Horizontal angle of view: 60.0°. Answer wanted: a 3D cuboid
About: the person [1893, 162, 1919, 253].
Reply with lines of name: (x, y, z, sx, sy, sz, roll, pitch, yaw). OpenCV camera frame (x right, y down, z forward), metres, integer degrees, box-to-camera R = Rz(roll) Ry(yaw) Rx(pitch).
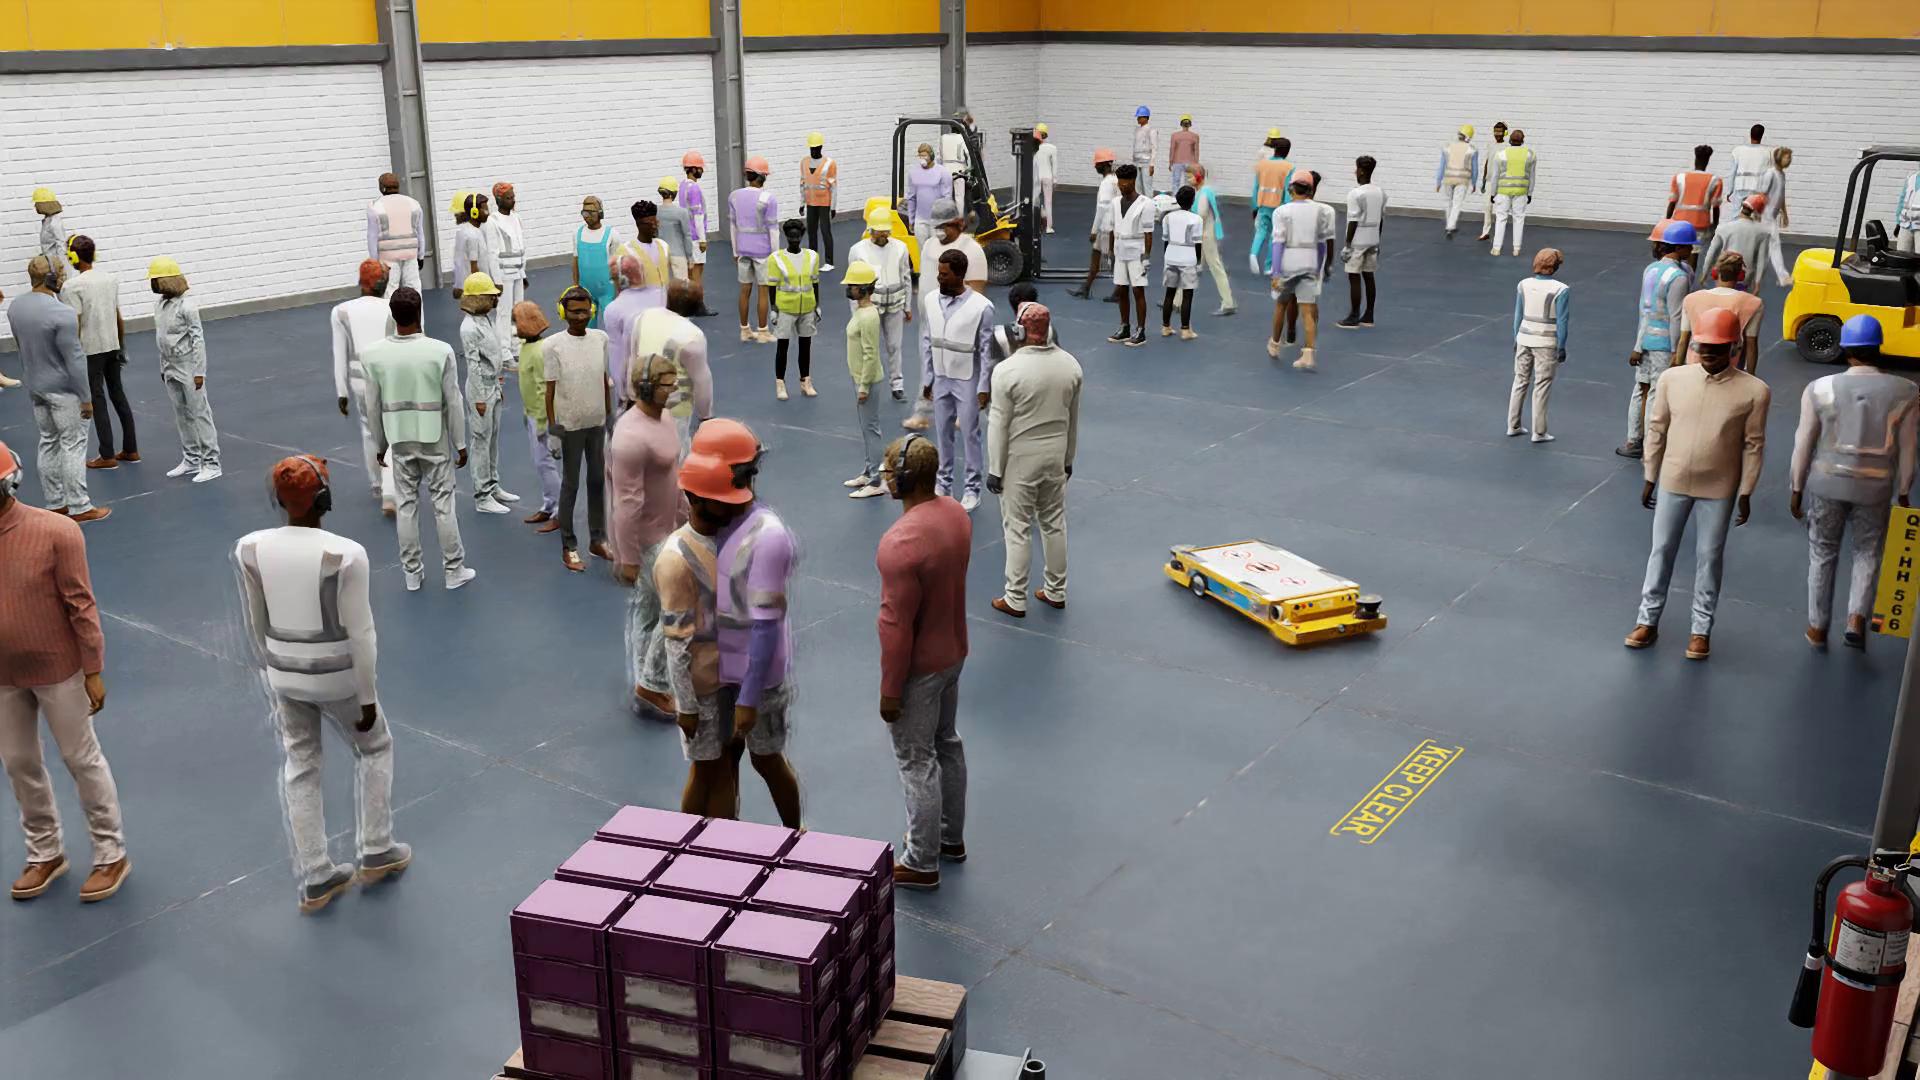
person: (11.882, -3.910, 20.636, 0.384, 1.949, 0.603, -8, 19, -23)

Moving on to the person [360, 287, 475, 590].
person: (-3.379, -0.617, 10.384, 0.587, 1.920, 0.392, -1, 18, -2)

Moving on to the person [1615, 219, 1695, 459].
person: (5.637, -1.617, 13.480, 0.542, 1.939, 0.363, -12, 22, -34)

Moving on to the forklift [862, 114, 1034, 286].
forklift: (-0.171, -4.594, 22.377, 2.313, 2.155, 1.214, 1, 18, 3)

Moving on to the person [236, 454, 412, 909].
person: (-2.590, 0.554, 6.798, 0.572, 1.862, 0.642, 2, 18, 8)

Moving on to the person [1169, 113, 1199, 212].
person: (4.008, -6.738, 29.800, 0.534, 1.752, 0.342, 0, 18, -1)

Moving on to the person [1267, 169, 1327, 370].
person: (3.430, -2.768, 16.996, 0.641, 1.976, 1.048, -3, 18, -10)

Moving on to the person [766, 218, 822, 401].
person: (-1.542, -2.159, 15.558, 0.539, 1.698, 0.319, -9, 20, -26)

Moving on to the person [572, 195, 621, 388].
person: (-3.493, -2.386, 16.036, 0.506, 1.847, 0.343, 4, 18, 11)

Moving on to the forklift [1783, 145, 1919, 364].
forklift: (9.803, -2.879, 17.013, 2.313, 2.155, 1.214, 12, 21, 33)

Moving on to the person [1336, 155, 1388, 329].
person: (4.595, -3.405, 19.028, 0.613, 1.963, 0.361, -13, 22, -36)

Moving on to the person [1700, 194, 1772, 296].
person: (8.156, -2.768, 17.474, 0.576, 1.696, 0.850, 2, 18, 6)

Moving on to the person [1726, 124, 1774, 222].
person: (11.688, -5.175, 24.640, 0.596, 1.918, 0.380, 9, 20, 26)

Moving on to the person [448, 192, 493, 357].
person: (-5.015, -2.694, 17.148, 0.667, 1.794, 0.619, 1, 18, 4)

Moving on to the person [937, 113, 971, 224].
person: (-0.083, -5.947, 27.042, 0.591, 1.925, 0.385, 10, 20, 27)

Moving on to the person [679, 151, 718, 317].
person: (-3.143, -3.638, 19.804, 0.351, 1.938, 0.545, -9, 20, -26)

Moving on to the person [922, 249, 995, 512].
person: (-0.014, -1.161, 12.092, 0.590, 1.916, 0.398, 13, 22, 34)

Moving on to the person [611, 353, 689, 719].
person: (-1.506, 0.002, 8.434, 0.472, 1.923, 0.658, 1, 18, 3)

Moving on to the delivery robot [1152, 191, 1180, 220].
delivery robot: (3.450, -5.706, 28.354, 0.477, 0.478, 0.707, 13, 22, 35)

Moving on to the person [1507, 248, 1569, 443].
person: (4.885, -1.643, 14.064, 0.314, 1.633, 0.519, -11, 21, -31)

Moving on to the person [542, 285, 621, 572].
person: (-2.451, -0.733, 10.834, 0.310, 1.864, 0.534, 17, 24, 42)

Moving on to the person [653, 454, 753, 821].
person: (-0.986, 0.542, 6.759, 0.391, 1.923, 0.548, 6, 19, 19)

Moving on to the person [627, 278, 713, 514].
person: (-1.952, -0.933, 11.591, 0.694, 1.796, 0.692, -16, 24, -41)

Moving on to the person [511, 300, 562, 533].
person: (-2.949, -0.867, 11.636, 0.279, 1.630, 0.502, -8, 19, -24)

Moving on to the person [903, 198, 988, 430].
person: (-0.140, -1.945, 14.340, 0.713, 2.000, 0.655, 14, 22, 36)

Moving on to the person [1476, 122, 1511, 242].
person: (8.418, -5.622, 26.142, 0.334, 1.860, 0.509, -14, 22, -37)

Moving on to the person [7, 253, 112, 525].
person: (-6.356, -1.049, 11.729, 0.635, 1.928, 0.382, 8, 20, 25)

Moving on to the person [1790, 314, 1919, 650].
person: (5.026, -0.302, 9.404, 0.628, 1.917, 0.566, 8, 19, 22)

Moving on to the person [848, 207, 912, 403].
person: (-0.730, -2.161, 15.379, 0.602, 1.819, 0.403, -6, 19, -19)

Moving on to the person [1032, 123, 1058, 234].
person: (1.327, -5.876, 27.078, 0.525, 1.771, 0.305, 2, 18, 8)

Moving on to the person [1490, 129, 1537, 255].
person: (8.190, -5.151, 24.690, 0.633, 1.843, 0.429, 2, 18, 8)

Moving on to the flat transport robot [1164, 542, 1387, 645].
flat transport robot: (1.912, 0.281, 10.239, 0.652, 0.197, 1.431, -8, 19, -24)

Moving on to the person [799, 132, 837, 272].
person: (-1.981, -4.706, 23.181, 0.594, 1.917, 0.397, 10, 20, 30)

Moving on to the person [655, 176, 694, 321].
person: (-3.232, -3.184, 18.662, 0.525, 1.769, 0.311, 5, 18, 15)
